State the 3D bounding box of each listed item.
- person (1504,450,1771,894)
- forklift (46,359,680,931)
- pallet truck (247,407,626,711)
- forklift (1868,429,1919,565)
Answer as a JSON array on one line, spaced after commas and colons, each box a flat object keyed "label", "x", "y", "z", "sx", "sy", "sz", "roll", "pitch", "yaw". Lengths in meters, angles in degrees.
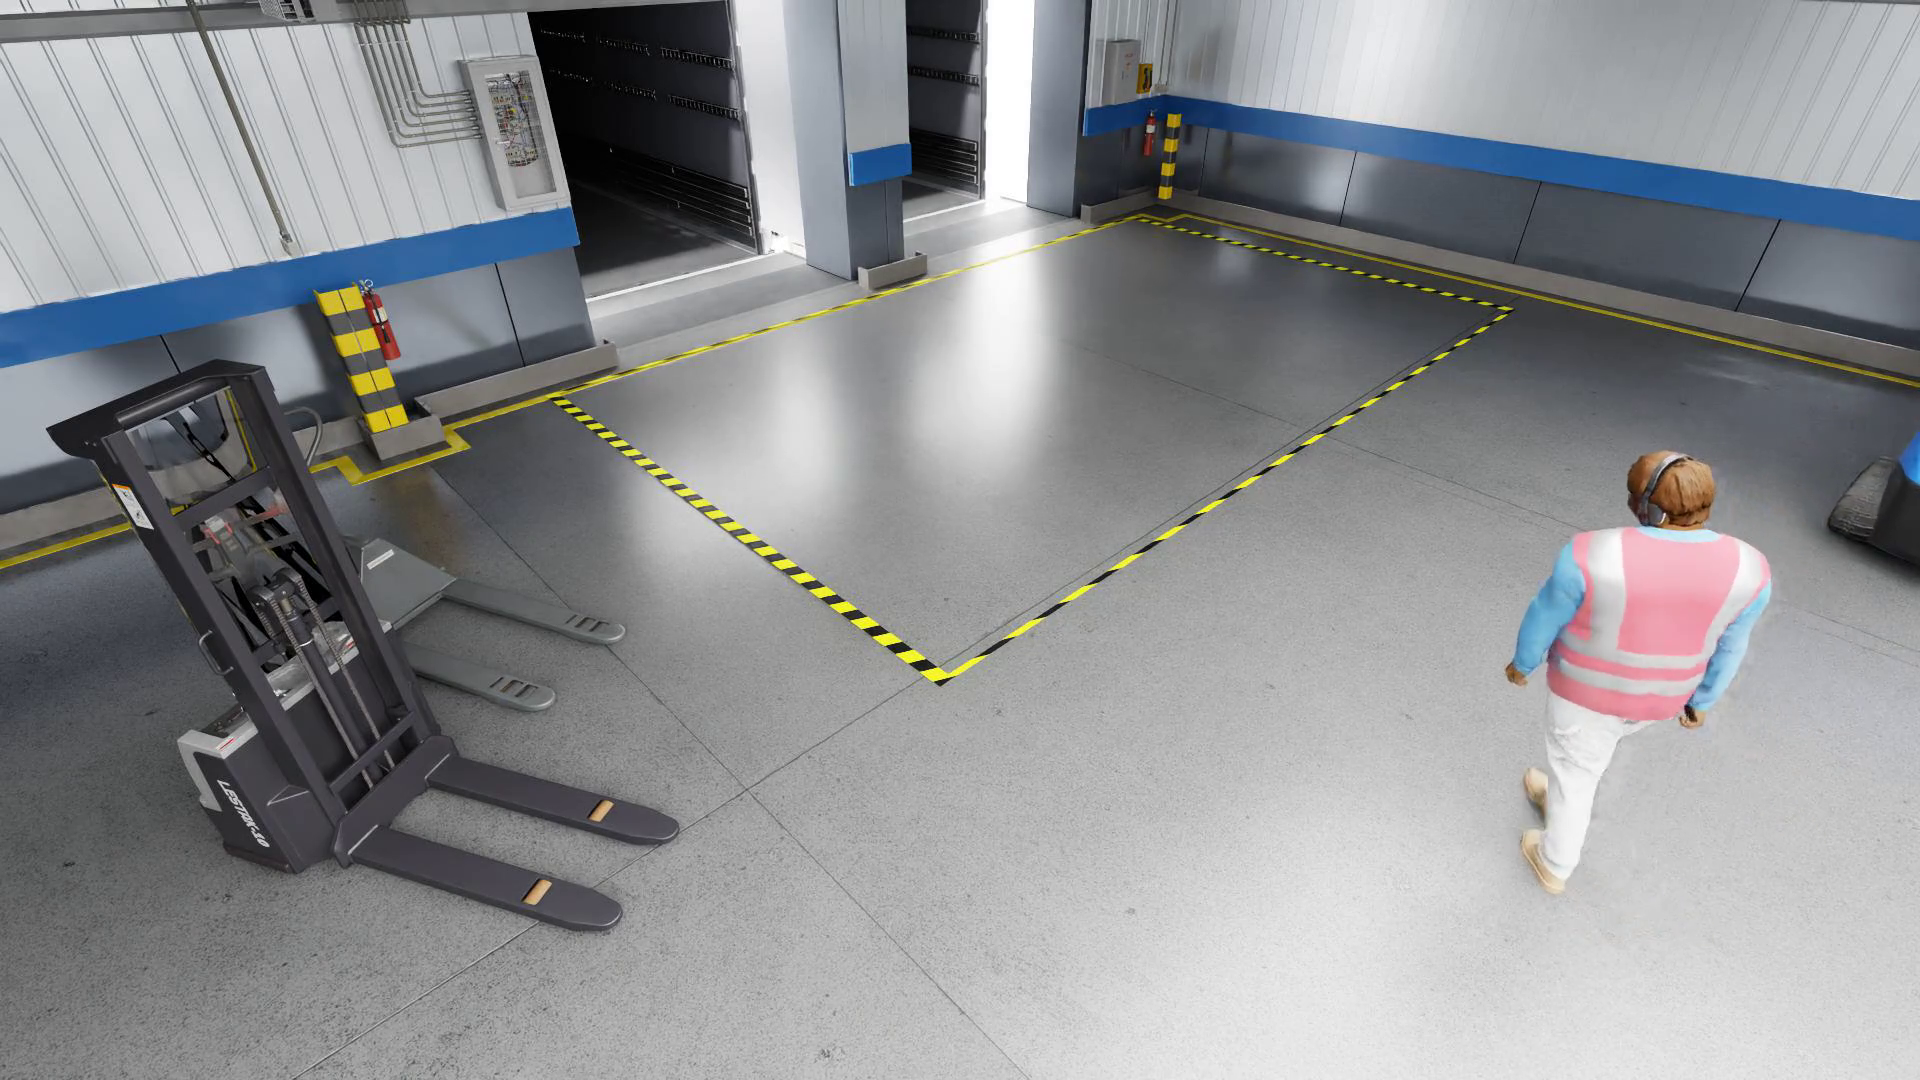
[{"label": "person", "x": 2.380, "y": 0.510, "z": 3.396, "sx": 0.664, "sy": 1.806, "sz": 0.600, "roll": 3, "pitch": 34, "yaw": 5}, {"label": "forklift", "x": -2.135, "y": 0.422, "z": 3.354, "sx": 1.885, "sy": 1.965, "sz": 0.823, "roll": 10, "pitch": 35, "yaw": 14}, {"label": "pallet truck", "x": -2.628, "y": 0.038, "z": 4.590, "sx": 1.601, "sy": 1.201, "sz": 0.680, "roll": 12, "pitch": 36, "yaw": 18}, {"label": "forklift", "x": 6.639, "y": -0.932, "z": 5.028, "sx": 2.680, "sy": 2.036, "sz": 1.157, "roll": -17, "pitch": 38, "yaw": -23}]
